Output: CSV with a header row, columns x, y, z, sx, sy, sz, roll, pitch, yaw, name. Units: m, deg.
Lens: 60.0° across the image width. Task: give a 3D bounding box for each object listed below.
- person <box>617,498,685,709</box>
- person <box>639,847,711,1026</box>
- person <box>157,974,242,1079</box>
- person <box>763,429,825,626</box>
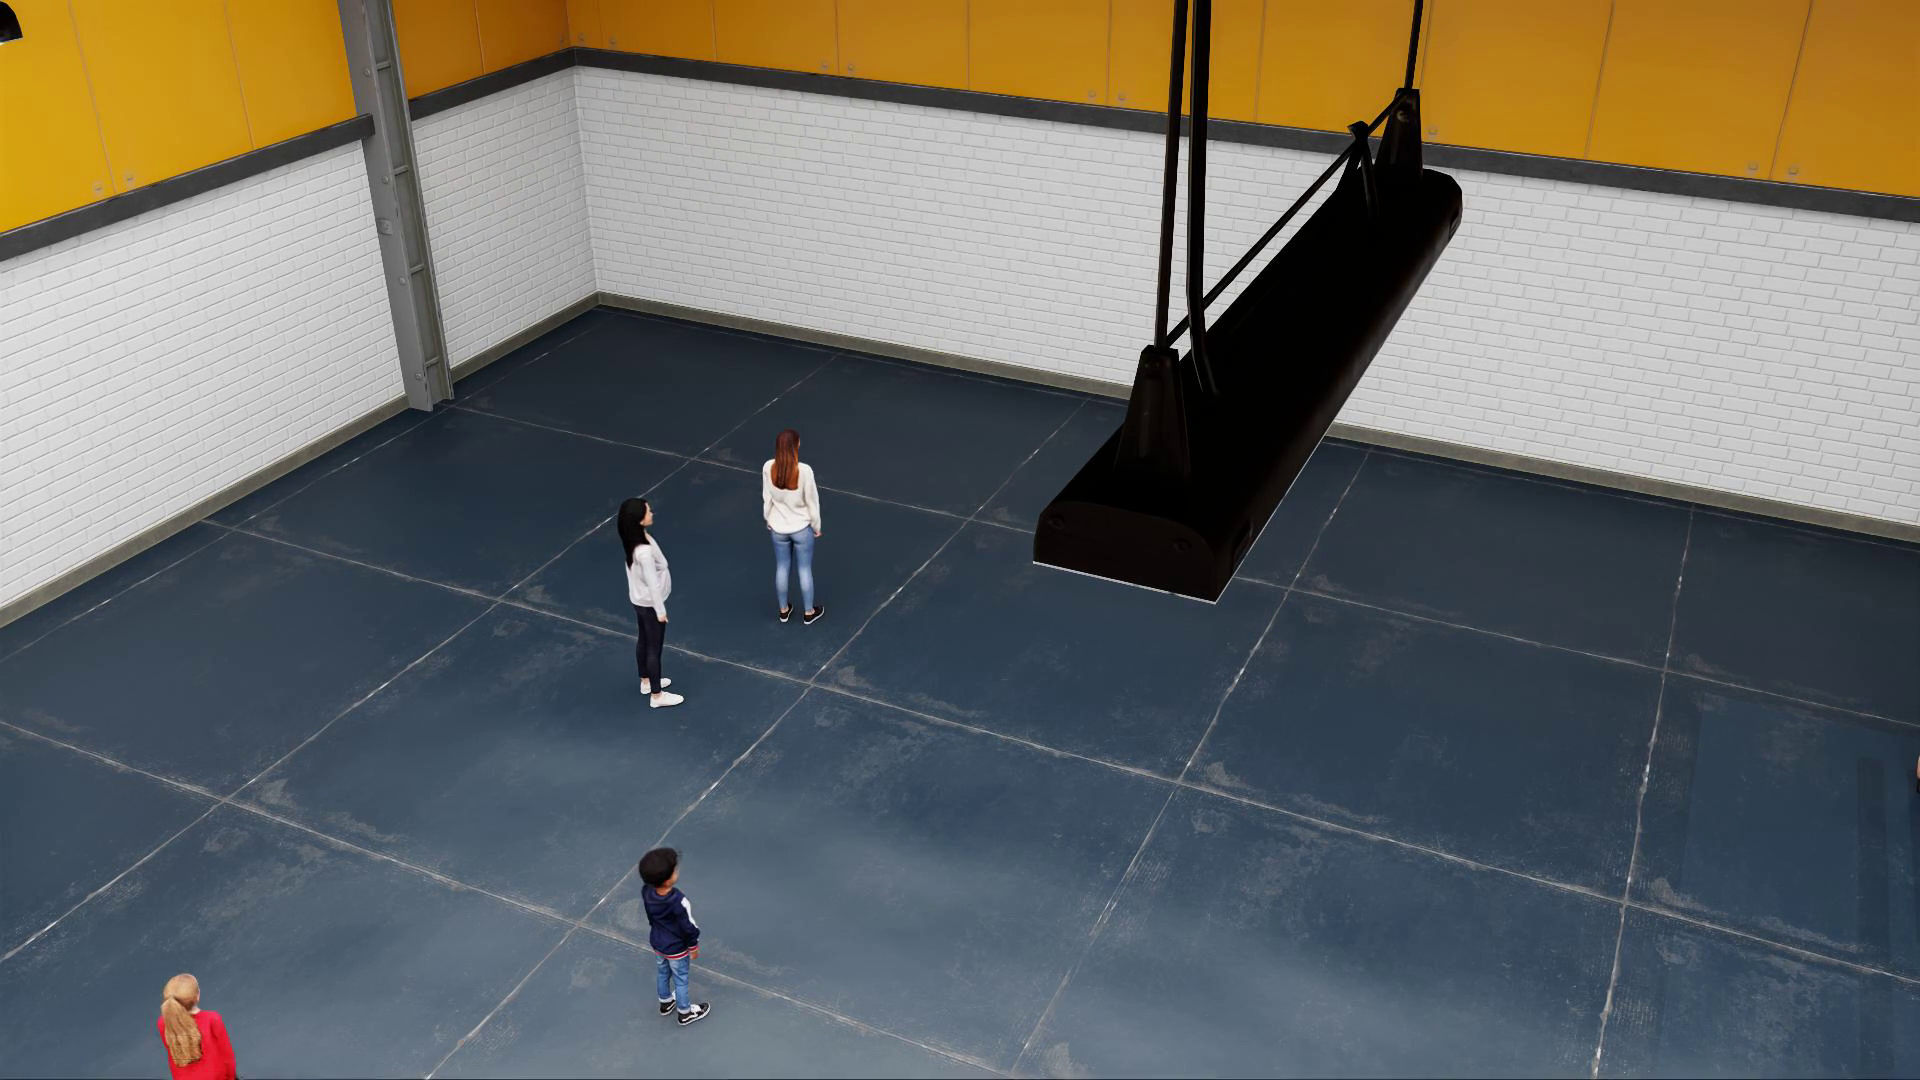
x,y,z,sx,sy,sz,roll,pitch,yaw,name
-2.316,0.446,12.305,0.747,1.701,0.712,-14,32,-25,person
-1.655,2.252,9.495,0.555,1.222,0.546,20,34,32,person
-3.877,2.783,8.485,0.776,1.257,0.902,-5,29,-9,person
-1.343,-0.110,13.336,0.656,1.692,0.593,8,30,14,person
